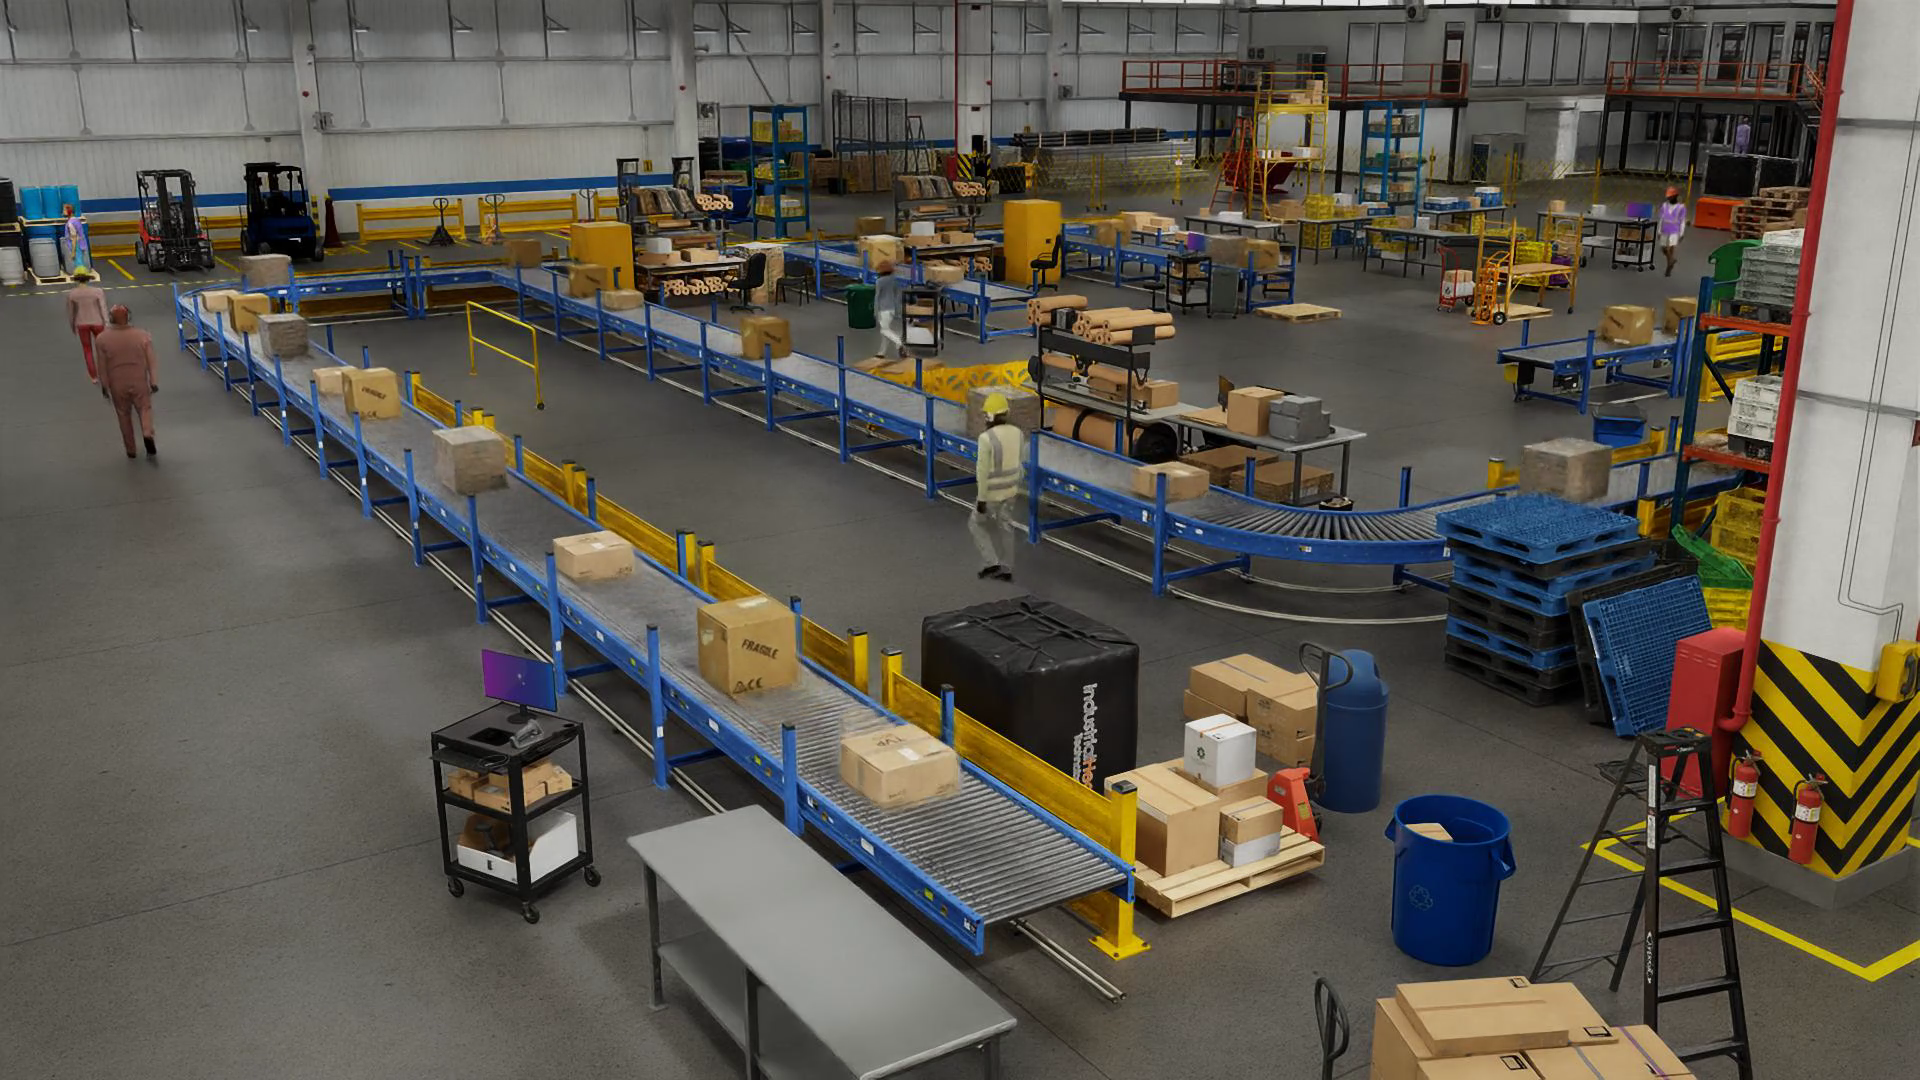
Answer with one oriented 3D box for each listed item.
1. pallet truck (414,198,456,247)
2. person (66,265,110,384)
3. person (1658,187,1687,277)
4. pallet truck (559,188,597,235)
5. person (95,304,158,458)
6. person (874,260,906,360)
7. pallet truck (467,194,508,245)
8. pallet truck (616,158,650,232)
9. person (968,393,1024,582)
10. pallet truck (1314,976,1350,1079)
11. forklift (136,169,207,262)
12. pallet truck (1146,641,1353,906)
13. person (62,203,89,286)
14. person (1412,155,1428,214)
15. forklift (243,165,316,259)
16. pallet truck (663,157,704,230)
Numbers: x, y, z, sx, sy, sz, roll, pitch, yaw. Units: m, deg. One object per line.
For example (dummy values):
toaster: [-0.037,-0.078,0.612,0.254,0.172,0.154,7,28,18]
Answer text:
pallet truck: [-13.250,-8.060,41.856,0.680,1.201,1.601,-10,20,-31]
person: [-13.033,-3.242,24.925,0.547,1.741,0.711,-7,18,-21]
person: [15.536,-6.738,36.284,0.677,1.911,0.580,-16,23,-42]
pallet truck: [-10.010,-8.652,43.699,0.653,1.274,1.630,-10,20,-31]
person: [-10.159,-1.930,20.334,0.651,1.893,0.475,-9,19,-27]
person: [-1.117,-3.653,26.549,0.646,1.601,0.531,14,22,39]
pallet truck: [-11.983,-8.177,42.137,0.704,1.261,1.522,-11,20,-33]
pallet truck: [-8.918,-9.176,44.255,0.823,1.965,1.885,-9,19,-27]
person: [0.335,-0.480,15.627,0.459,1.812,0.627,15,22,40]
pallet truck: [2.299,2.390,7.086,1.601,1.201,0.680,-2,17,-7]
forklift: [-17.842,-7.318,37.559,1.157,1.987,2.680,-10,20,-31]
pallet truck: [1.664,1.407,10.232,1.630,1.274,0.653,-10,20,-31]
person: [-17.684,-5.808,33.304,0.387,1.846,0.566,-6,18,-18]
person: [13.665,-10.482,49.062,0.518,1.717,0.692,-13,21,-38]
forklift: [-15.898,-7.669,38.708,1.157,1.987,2.680,-11,20,-33]
pallet truck: [-7.586,-9.308,44.692,0.823,1.965,1.885,-11,20,-33]
